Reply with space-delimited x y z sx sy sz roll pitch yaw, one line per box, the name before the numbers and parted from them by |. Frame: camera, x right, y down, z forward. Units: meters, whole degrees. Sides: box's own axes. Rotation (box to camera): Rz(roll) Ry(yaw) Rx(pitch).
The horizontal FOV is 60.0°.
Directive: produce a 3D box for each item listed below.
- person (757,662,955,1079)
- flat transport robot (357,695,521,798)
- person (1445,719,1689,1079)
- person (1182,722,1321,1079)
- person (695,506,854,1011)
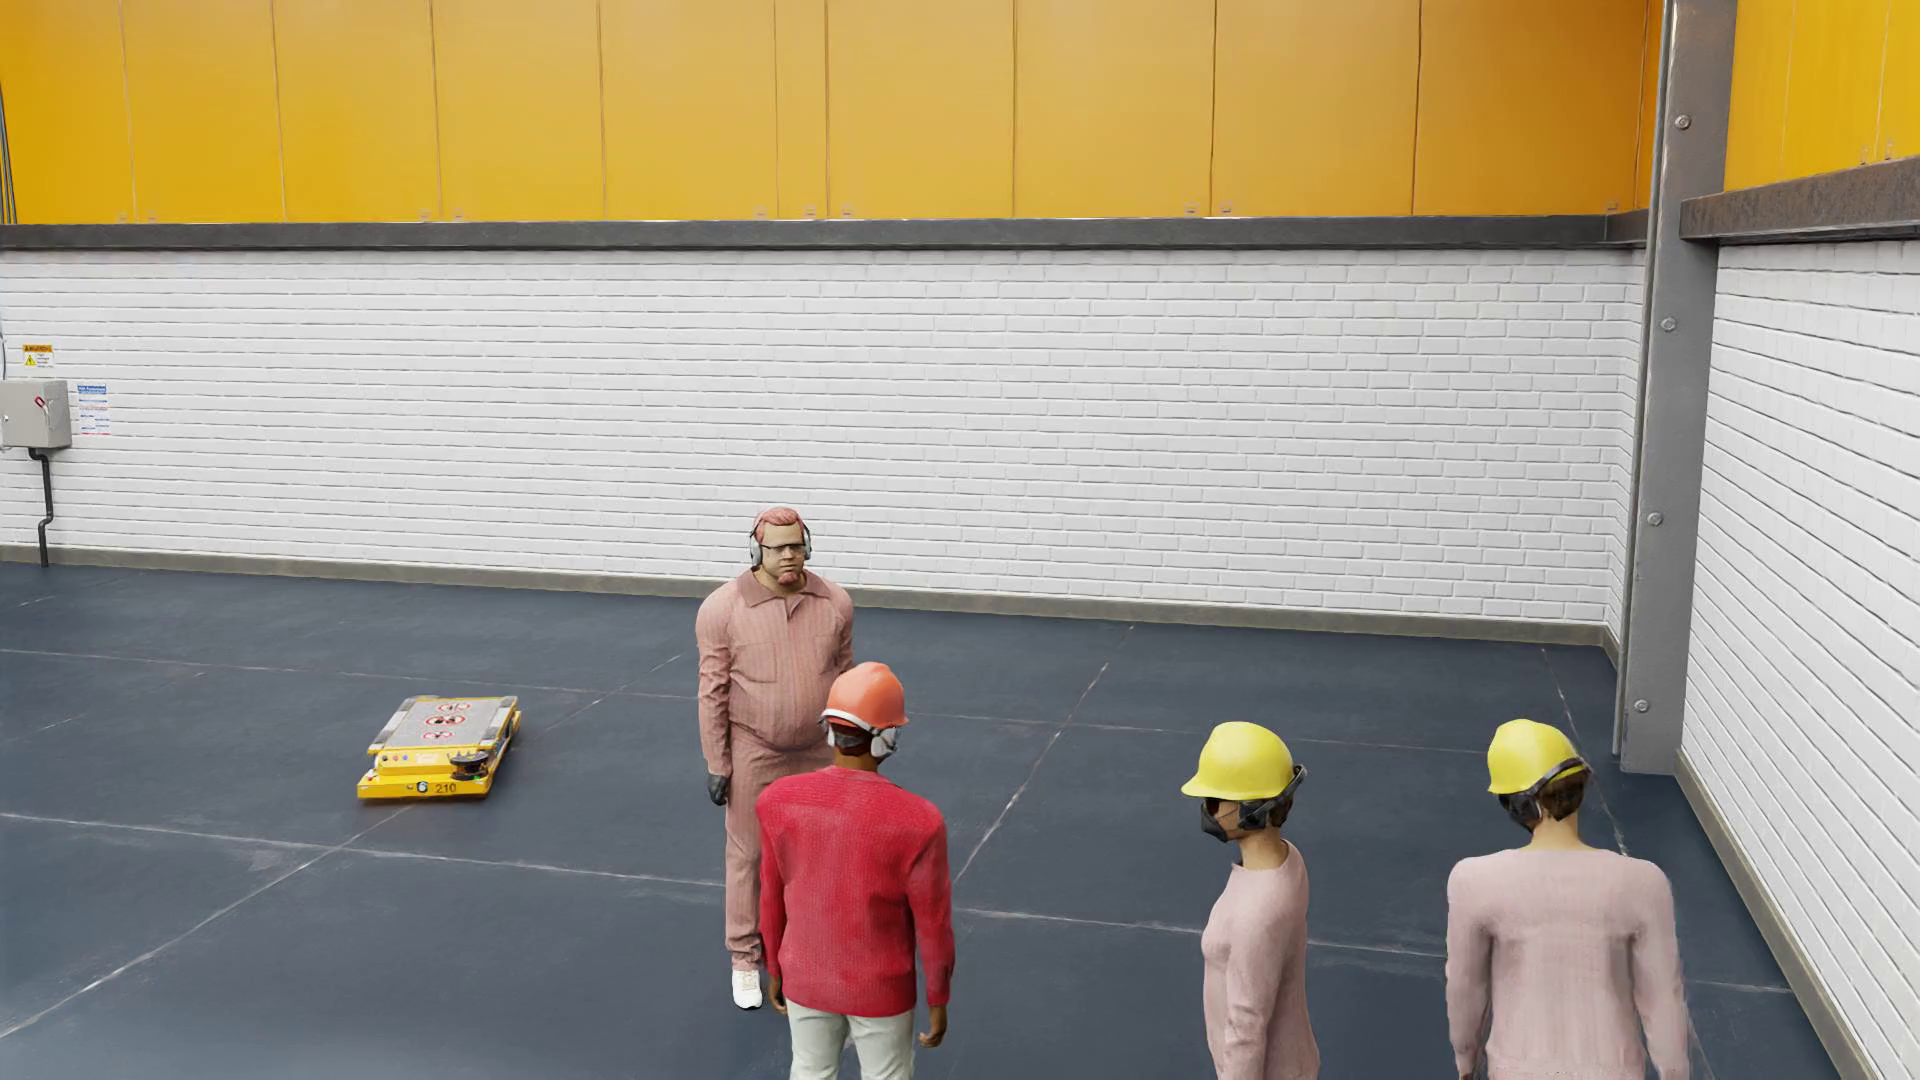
person | -0.282 1.195 4.621 0.577 1.738 0.354 3 10 19
flat transport robot | -2.890 1.127 9.340 0.652 0.197 1.431 -1 10 -7
person | 1.481 1.291 4.120 0.571 1.701 0.857 2 10 11
person | 0.686 1.294 3.985 0.340 1.761 0.526 3 10 16
person | -0.673 0.816 6.360 0.643 1.909 0.410 -5 11 -28
